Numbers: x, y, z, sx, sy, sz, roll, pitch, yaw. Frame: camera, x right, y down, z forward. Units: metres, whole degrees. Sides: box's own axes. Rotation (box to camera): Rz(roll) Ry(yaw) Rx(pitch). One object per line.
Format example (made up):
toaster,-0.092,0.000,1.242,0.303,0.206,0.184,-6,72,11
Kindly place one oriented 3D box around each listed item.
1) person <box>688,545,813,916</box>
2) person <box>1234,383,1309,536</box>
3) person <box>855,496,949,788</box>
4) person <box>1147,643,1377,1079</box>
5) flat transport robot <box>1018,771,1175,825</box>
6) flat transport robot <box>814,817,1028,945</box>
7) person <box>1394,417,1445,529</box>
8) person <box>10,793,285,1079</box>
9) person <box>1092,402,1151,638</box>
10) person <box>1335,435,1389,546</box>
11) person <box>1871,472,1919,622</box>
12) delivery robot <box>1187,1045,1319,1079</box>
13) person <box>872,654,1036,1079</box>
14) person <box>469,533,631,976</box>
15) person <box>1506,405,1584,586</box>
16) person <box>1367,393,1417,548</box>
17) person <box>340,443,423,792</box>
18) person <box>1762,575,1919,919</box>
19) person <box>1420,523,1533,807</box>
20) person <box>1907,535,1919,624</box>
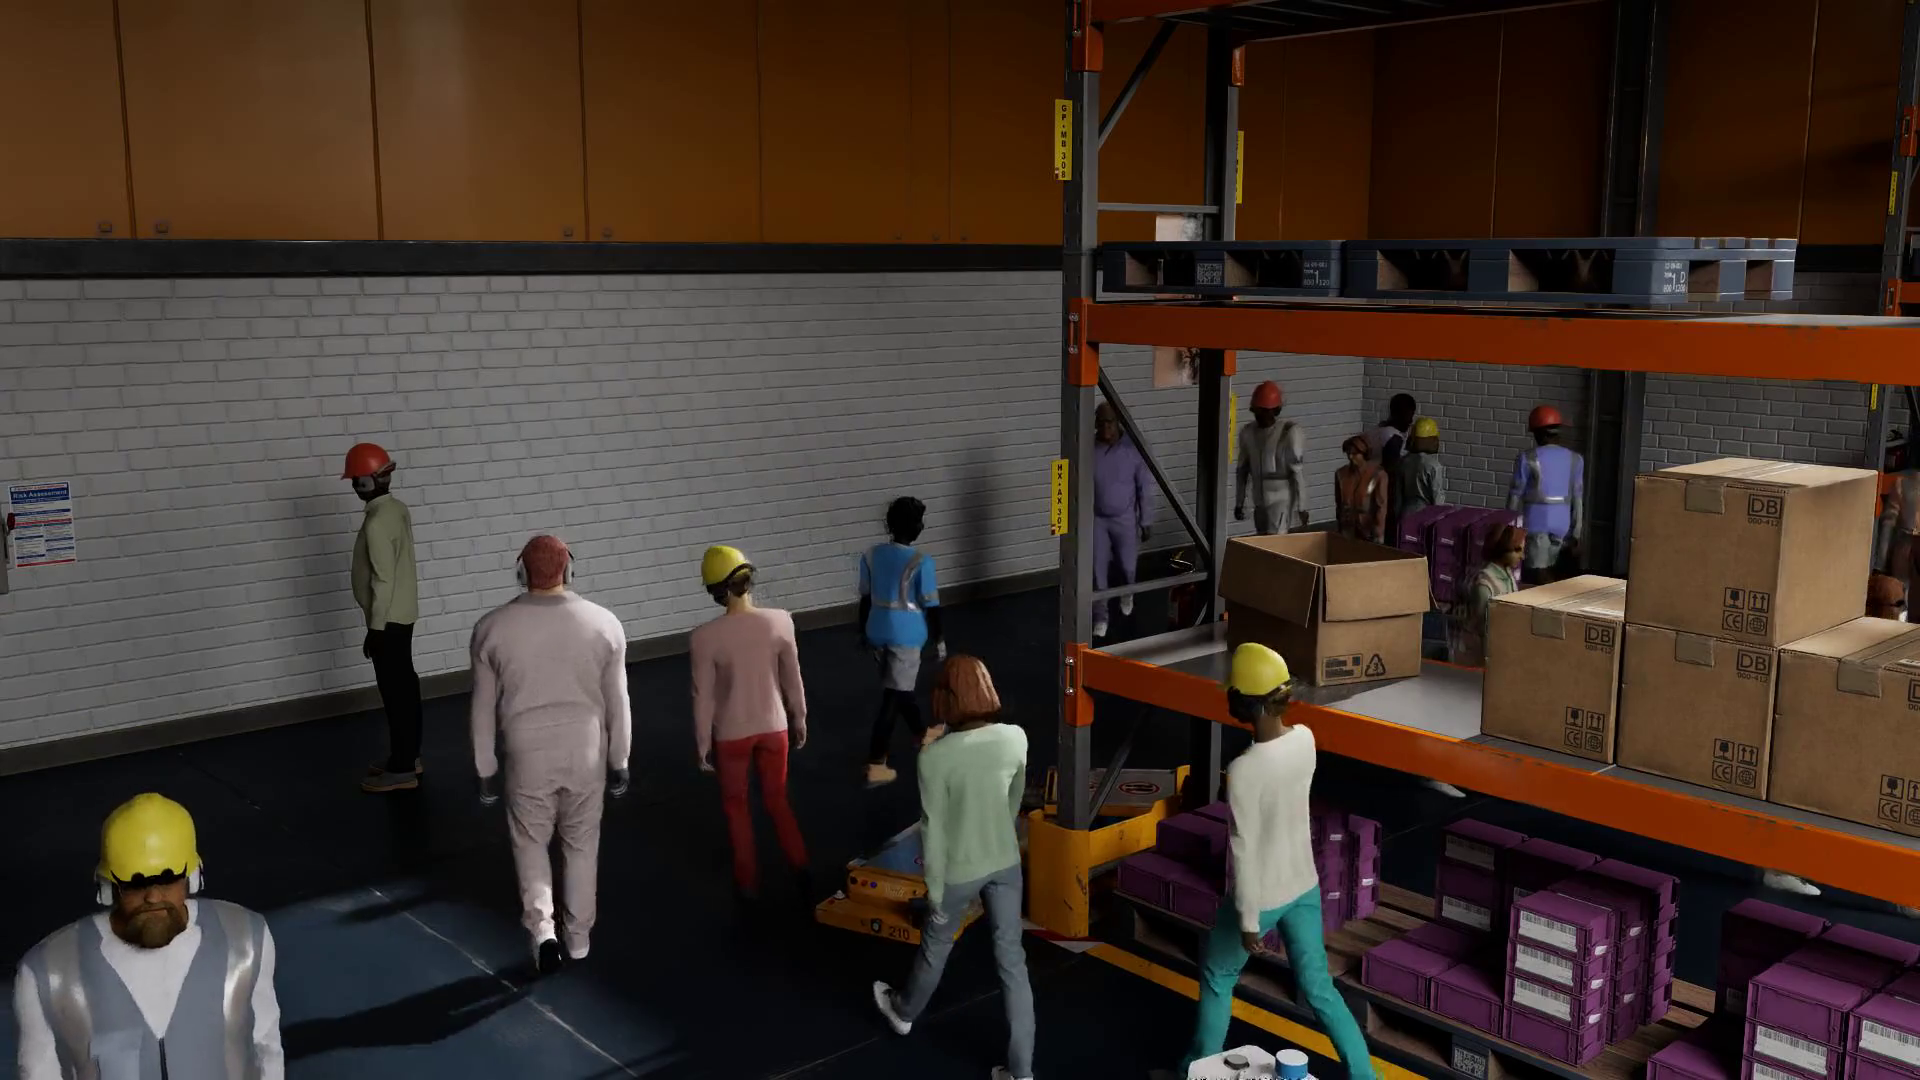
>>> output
person,-0.936,0.889,7.591,0.576,1.725,0.636,-5,11,-28
person,2.575,-0.327,13.932,0.950,1.978,0.727,-9,13,-43
person,-0.293,0.565,9.705,0.544,1.642,0.872,8,13,41
person,1.112,1.207,5.750,0.536,1.721,0.896,-9,13,-44
flat transport robot,1.031,1.405,8.825,1.431,0.197,0.652,1,10,5
flat transport robot,-0.034,1.555,7.948,0.652,0.197,1.431,5,11,28
person,3.726,-0.122,13.459,0.293,1.745,0.486,-6,12,-33
person,-1.940,1.461,4.027,0.594,1.811,0.820,-6,11,-30
person,1.220,-0.192,13.450,0.664,1.886,0.693,2,10,10
person,3.300,-0.070,13.626,0.519,1.586,0.895,8,13,39
person,6.574,0.173,11.340,0.618,1.870,0.617,2,10,13
delivery robot,1.030,1.837,5.193,0.477,0.478,0.707,-6,11,-30
person,0.003,1.197,6.167,0.520,1.588,0.865,-6,11,-32
person,-1.702,0.923,6.972,0.660,1.884,0.606,-3,10,-17
person,4.584,-0.097,12.925,0.552,1.890,0.962,-1,10,-8
person,3.589,-0.325,14.257,0.520,1.880,0.737,1,10,4
person,-3.288,0.435,9.490,0.391,1.987,0.608,-1,10,-7
person,4.206,0.941,7.702,0.842,1.585,0.503,5,11,26
person,2.909,0.689,9.150,0.755,1.598,0.524,8,13,40
person,5.324,0.596,8.781,0.407,1.910,0.640,-3,10,-20
